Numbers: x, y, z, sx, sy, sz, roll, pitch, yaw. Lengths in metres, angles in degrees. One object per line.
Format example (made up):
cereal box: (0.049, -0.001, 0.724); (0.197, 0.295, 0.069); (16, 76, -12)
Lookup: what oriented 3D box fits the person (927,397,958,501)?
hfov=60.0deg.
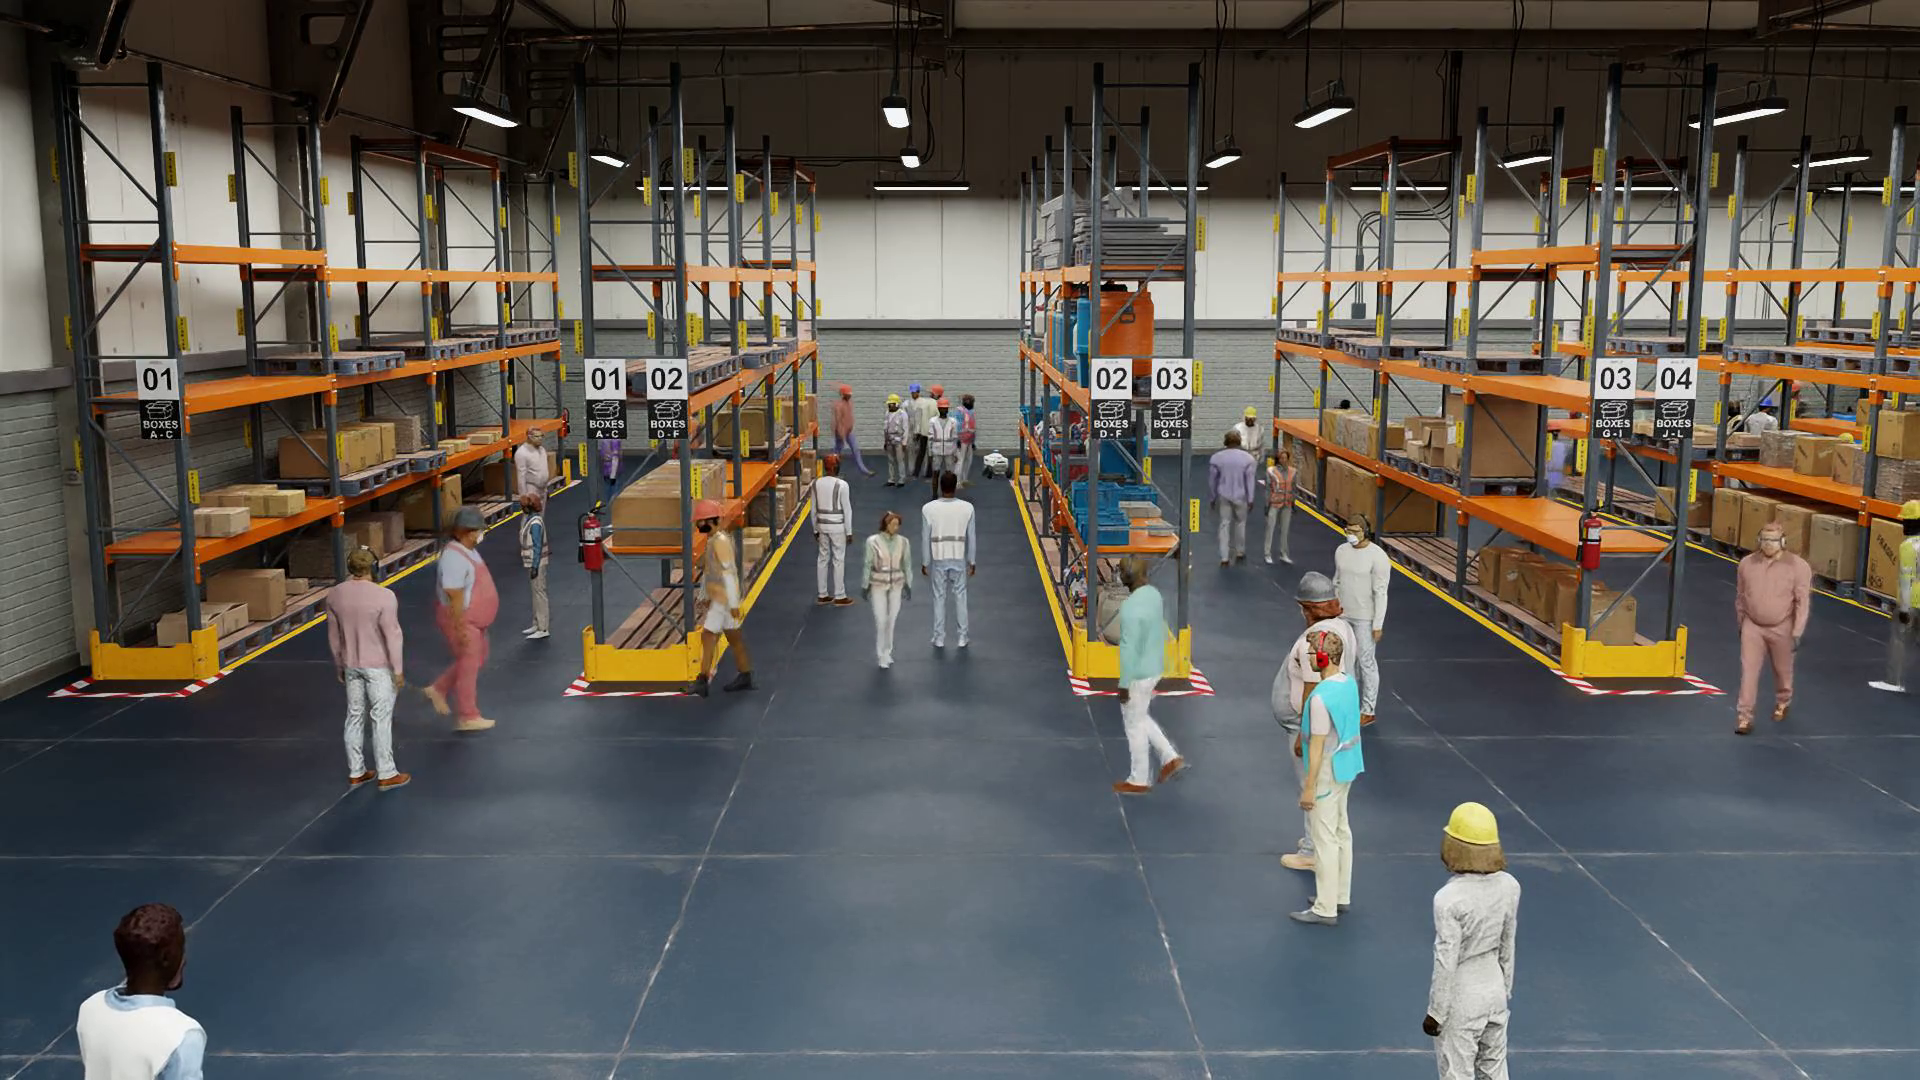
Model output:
person: (-0.304, -1.557, 29.475); (0.551, 1.942, 0.344); (-1, 9, -5)

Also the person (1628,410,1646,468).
person: (14.546, -2.364, 35.732); (0.297, 1.611, 0.727); (1, 9, 7)

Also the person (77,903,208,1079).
person: (-2.755, 2.172, 5.636); (0.605, 1.905, 0.409); (6, 11, 34)

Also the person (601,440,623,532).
person: (-5.572, -1.082, 26.495); (0.395, 1.920, 0.589); (-5, 10, -27)

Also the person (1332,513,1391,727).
person: (3.580, 0.708, 14.955); (0.375, 1.933, 0.625); (-5, 10, -30)

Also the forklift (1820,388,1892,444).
forklift: (20.072, -3.110, 36.462); (1.873, 2.768, 1.129); (0, 9, 0)

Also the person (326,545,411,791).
person: (-4.632, 0.999, 13.038); (0.635, 1.939, 0.359); (3, 9, 18)

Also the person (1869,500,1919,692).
person: (9.236, 0.567, 15.951); (0.599, 1.901, 0.760); (-4, 10, -26)

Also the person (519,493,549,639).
person: (-4.756, 0.284, 18.607); (0.309, 1.640, 0.514); (-3, 9, -19)

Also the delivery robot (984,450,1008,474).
delivery robot: (0.735, -1.588, 33.820); (0.477, 0.478, 0.707); (-2, 9, -14)

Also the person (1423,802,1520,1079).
person: (2.208, 1.996, 7.260); (0.492, 1.742, 0.316); (-6, 10, -32)

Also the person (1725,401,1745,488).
person: (13.979, -1.608, 30.146); (0.429, 1.840, 0.624); (2, 9, 10)

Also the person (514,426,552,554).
person: (-6.154, -0.702, 24.098); (0.402, 1.904, 0.652); (3, 9, 19)

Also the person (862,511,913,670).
person: (-0.716, 0.519, 17.148); (0.526, 1.609, 0.668); (-4, 10, -24)

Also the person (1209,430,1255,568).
person: (3.829, -0.591, 23.407); (0.641, 1.899, 0.912); (3, 9, 16)

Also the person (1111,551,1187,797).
person: (1.421, 1.043, 12.807); (0.486, 1.922, 0.641); (4, 10, 23)

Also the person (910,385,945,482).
person: (-0.611, -2.110, 33.030); (0.724, 1.947, 0.538); (7, 11, 38)

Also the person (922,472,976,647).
person: (-0.121, 0.214, 18.160); (0.597, 1.916, 0.371); (-1, 9, -5)

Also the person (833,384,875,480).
person: (-2.203, -2.134, 33.206); (1.023, 1.932, 0.625); (5, 10, 29)

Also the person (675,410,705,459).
person: (-5.132, -1.734, 31.685); (0.584, 1.608, 0.480); (-4, 10, -22)

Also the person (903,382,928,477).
person: (-0.885, -2.244, 33.905); (0.613, 1.945, 0.403); (2, 9, 13)

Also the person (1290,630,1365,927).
person: (2.305, 1.473, 10.331); (0.380, 1.836, 0.560); (5, 10, 30)

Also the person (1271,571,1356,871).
person: (2.390, 1.214, 11.332); (0.535, 2.000, 0.688); (5, 10, 31)

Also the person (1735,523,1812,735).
person: (7.239, 0.760, 14.838); (0.636, 1.867, 0.969); (7, 11, 38)

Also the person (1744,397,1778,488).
person: (14.284, -1.591, 29.686); (0.401, 1.942, 0.610); (-7, 11, -37)

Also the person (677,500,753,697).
person: (-2.392, 0.564, 15.977); (0.874, 1.896, 0.613); (-2, 9, -14)

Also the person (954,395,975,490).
person: (0.081, -1.882, 32.032); (0.432, 1.809, 0.698); (4, 10, 22)

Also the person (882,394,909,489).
person: (-1.260, -1.901, 32.041); (0.601, 1.829, 0.404); (8, 12, 41)

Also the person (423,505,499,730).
person: (-4.436, 0.675, 14.799); (0.656, 2.000, 0.705); (-1, 9, -5)

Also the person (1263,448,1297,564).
person: (4.526, -0.482, 23.535); (0.522, 1.638, 0.310); (-3, 9, -19)

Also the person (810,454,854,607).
person: (-1.566, -0.122, 20.432); (0.584, 1.882, 0.345); (6, 10, 32)

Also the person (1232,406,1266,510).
person: (5.024, -1.421, 28.993); (0.625, 1.813, 0.472); (0, 9, 3)
